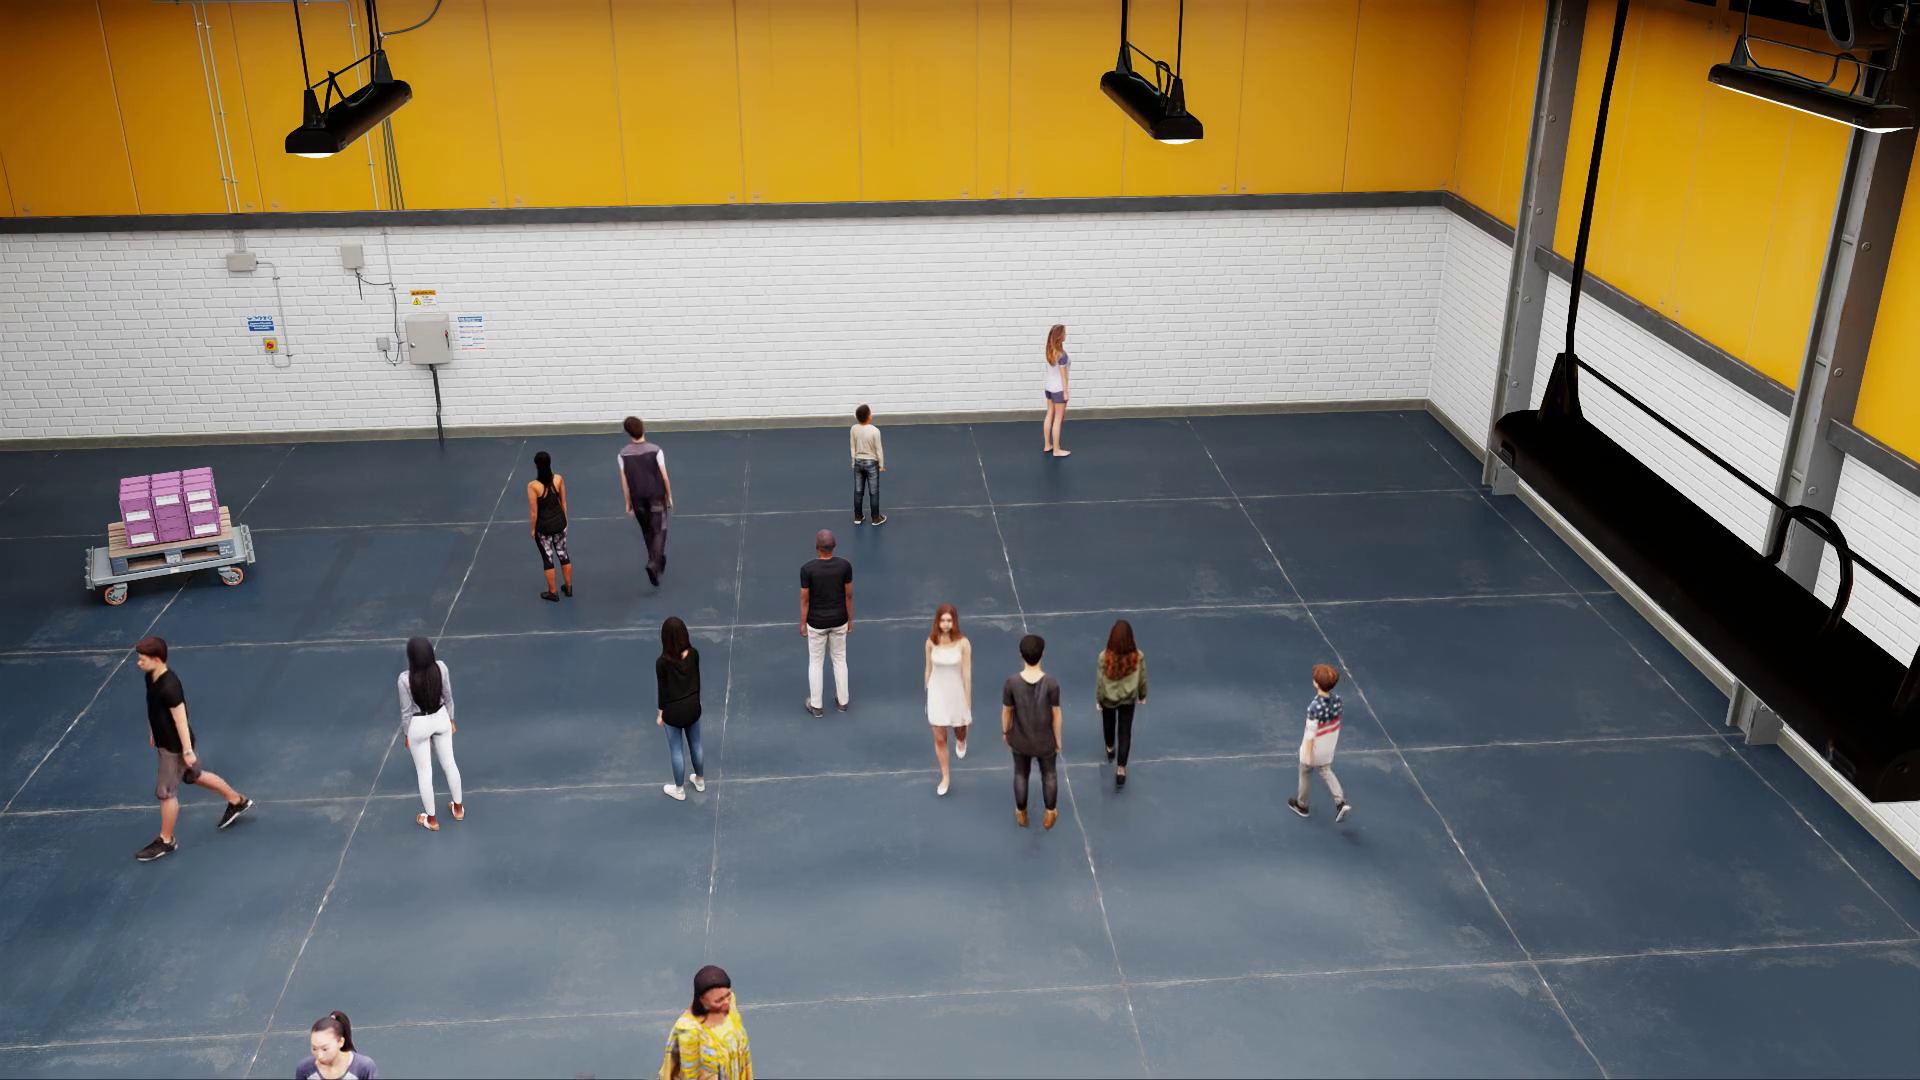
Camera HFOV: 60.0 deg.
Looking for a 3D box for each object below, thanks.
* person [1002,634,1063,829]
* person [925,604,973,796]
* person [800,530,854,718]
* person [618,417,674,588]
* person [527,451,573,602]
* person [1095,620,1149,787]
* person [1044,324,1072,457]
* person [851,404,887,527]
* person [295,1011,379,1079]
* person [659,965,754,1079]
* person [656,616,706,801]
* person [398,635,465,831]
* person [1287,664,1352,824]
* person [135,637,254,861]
[{"bbox_3d":[0.581,1.574,13.380,0.723,1.709,0.705,5,24,11],"label":"person"},{"bbox_3d":[-0.092,1.280,14.066,0.712,1.698,0.979,4,24,9],"label":"person"},{"bbox_3d":[-1.210,0.752,15.141,0.712,1.804,0.676,-8,25,-17],"label":"person"},{"bbox_3d":[-3.347,-0.387,17.743,0.730,1.807,1.078,1,24,3],"label":"person"},{"bbox_3d":[-4.298,-0.165,17.416,0.657,1.663,0.696,-21,32,-40],"label":"person"},{"bbox_3d":[1.356,1.398,14.114,0.692,1.443,1.038,1,24,3],"label":"person"},{"bbox_3d":[1.233,-1.938,21.385,0.729,1.733,0.602,-11,26,-24],"label":"person"},{"bbox_3d":[-1.091,-0.877,19.292,0.616,1.465,0.623,7,25,17],"label":"person"},{"bbox_3d":[-3.458,3.367,9.350,0.584,1.651,0.509,-2,24,-4],"label":"person"},{"bbox_3d":[-1.544,3.176,9.837,1.131,1.611,1.120,14,27,29],"label":"person"},{"bbox_3d":[-2.328,1.391,13.877,0.646,1.647,0.675,-18,29,-35],"label":"person"},{"bbox_3d":[-4.292,1.534,13.456,0.675,1.721,0.703,-19,30,-37],"label":"person"},{"bbox_3d":[2.968,1.671,13.510,0.741,1.428,0.908,-14,27,-29],"label":"person"},{"bbox_3d":[-6.146,1.582,13.206,1.183,1.833,1.229,-18,29,-35],"label":"person"}]
